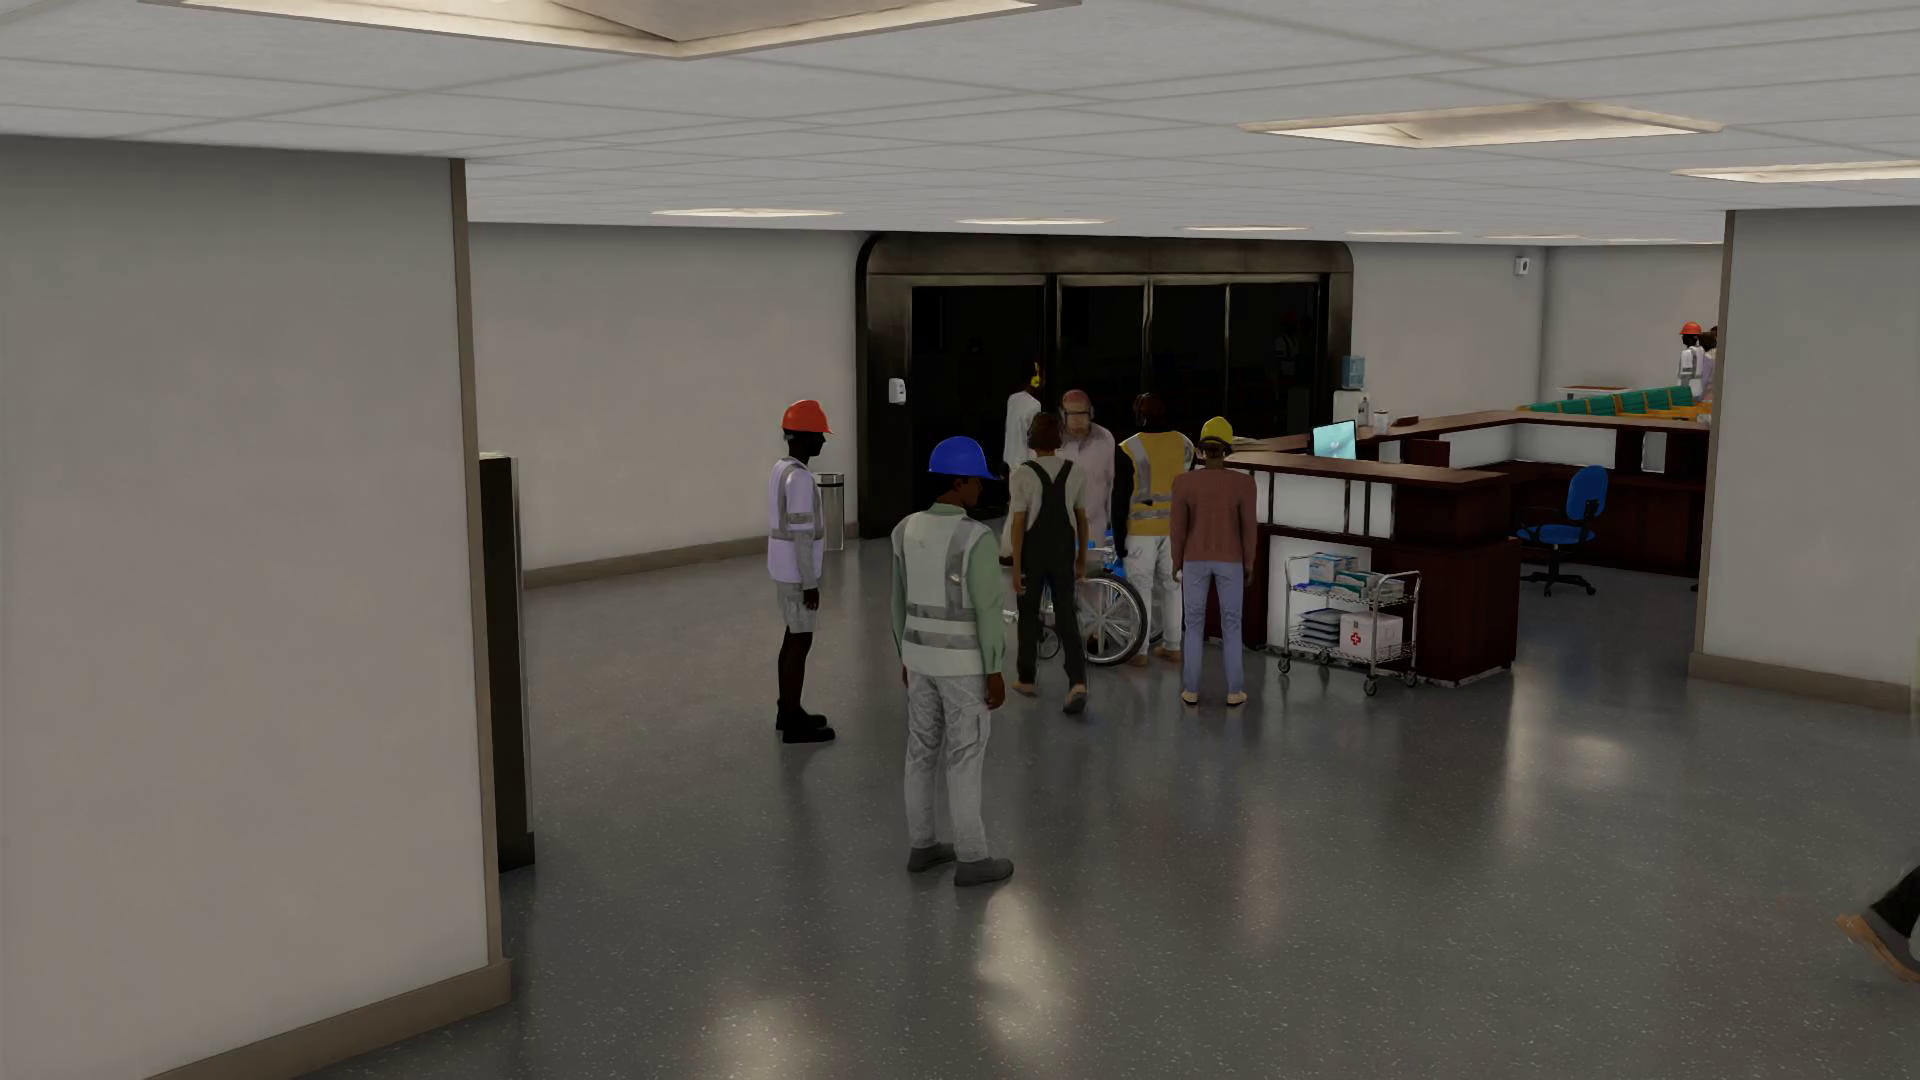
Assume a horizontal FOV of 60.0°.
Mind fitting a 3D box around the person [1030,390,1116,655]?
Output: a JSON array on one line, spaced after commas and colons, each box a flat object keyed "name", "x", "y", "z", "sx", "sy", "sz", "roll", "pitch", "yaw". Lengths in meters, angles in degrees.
[{"name": "person", "x": 0.808, "y": -0.132, "z": 11.566, "sx": 0.654, "sy": 1.827, "sz": 1.029, "roll": -2, "pitch": 9, "yaw": -11}]

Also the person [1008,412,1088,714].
[{"name": "person", "x": 0.560, "y": 0.133, "z": 10.043, "sx": 0.522, "sy": 1.811, "sz": 0.930, "roll": -3, "pitch": 10, "yaw": -16}]

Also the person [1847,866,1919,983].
[{"name": "person", "x": 3.562, "y": 0.719, "z": 5.856, "sx": 0.517, "sy": 1.979, "sz": 0.637, "roll": 5, "pitch": 10, "yaw": 26}]

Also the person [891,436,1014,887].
[{"name": "person", "x": -0.038, "y": 0.521, "z": 7.213, "sx": 0.402, "sy": 1.942, "sz": 0.604, "roll": -9, "pitch": 13, "yaw": -44}]

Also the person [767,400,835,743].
[{"name": "person", "x": -0.888, "y": 0.172, "z": 9.404, "sx": 0.389, "sy": 1.928, "sz": 0.549, "roll": -3, "pitch": 10, "yaw": -16}]

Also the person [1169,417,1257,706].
[{"name": "person", "x": 1.537, "y": 0.134, "z": 10.128, "sx": 0.526, "sy": 1.768, "sz": 0.331, "roll": 2, "pitch": 9, "yaw": 12}]

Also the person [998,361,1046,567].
[{"name": "person", "x": 0.647, "y": -0.678, "z": 14.869, "sx": 0.775, "sy": 1.834, "sz": 0.561, "roll": -4, "pitch": 10, "yaw": -24}]

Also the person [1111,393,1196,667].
[{"name": "person", "x": 1.272, "y": -0.062, "z": 11.134, "sx": 0.626, "sy": 1.841, "sz": 0.429, "roll": -5, "pitch": 10, "yaw": -27}]

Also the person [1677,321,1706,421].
[{"name": "person", "x": 9.982, "y": -2.021, "z": 22.816, "sx": 0.543, "sy": 1.939, "sz": 0.360, "roll": -9, "pitch": 13, "yaw": -43}]
